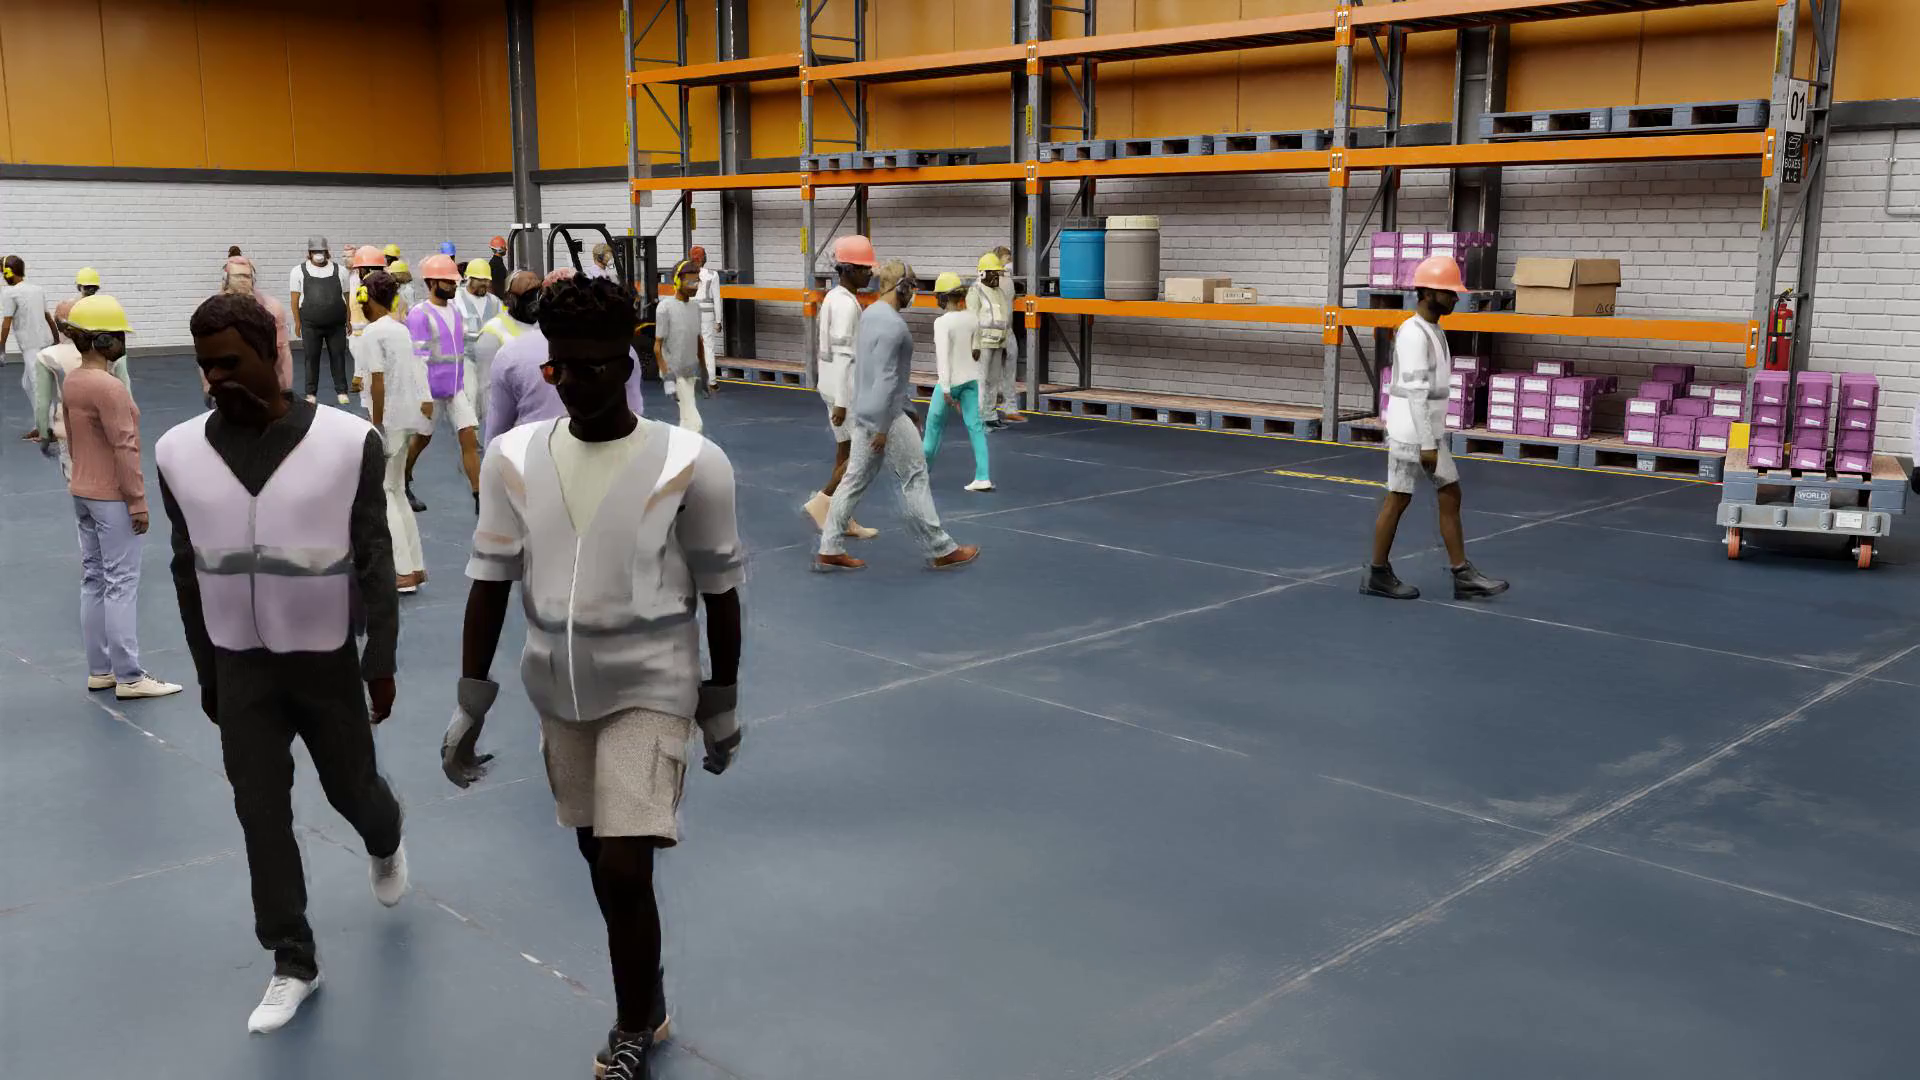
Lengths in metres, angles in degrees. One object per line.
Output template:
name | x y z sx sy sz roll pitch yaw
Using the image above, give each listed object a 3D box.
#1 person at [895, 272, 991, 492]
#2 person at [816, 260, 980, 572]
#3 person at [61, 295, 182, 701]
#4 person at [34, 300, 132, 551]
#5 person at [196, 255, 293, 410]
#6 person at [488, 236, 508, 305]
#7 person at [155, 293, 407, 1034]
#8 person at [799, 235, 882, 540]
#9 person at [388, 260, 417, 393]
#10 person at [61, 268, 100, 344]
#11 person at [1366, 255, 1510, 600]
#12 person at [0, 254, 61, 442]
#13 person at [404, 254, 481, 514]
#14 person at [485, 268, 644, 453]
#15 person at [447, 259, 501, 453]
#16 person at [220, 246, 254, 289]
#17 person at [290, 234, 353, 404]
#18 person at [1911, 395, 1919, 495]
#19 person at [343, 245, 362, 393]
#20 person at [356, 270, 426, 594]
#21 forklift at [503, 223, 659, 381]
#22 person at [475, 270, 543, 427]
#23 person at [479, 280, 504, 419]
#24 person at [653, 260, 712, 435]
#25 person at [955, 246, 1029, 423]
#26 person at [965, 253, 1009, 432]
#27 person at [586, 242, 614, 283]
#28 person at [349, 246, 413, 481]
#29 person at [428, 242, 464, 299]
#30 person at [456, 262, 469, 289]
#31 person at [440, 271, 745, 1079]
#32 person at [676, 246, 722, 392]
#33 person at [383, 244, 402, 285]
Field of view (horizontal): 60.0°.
person | -0.098 -1.254 13.240 0.904 1.721 0.526 9 13 39
person | -0.419 -0.728 9.970 0.986 1.878 0.627 -4 11 -19
person | -3.710 -0.181 7.285 0.524 1.769 0.309 9 13 39
person | -5.309 -0.637 10.111 0.546 1.625 0.357 -7 12 -32
person | -5.385 -1.202 12.552 0.651 1.880 0.822 -5 12 -27
person | -7.597 -4.002 27.483 0.373 1.997 0.615 -2 11 -9
person | -1.776 0.279 4.482 0.595 1.889 0.771 -1 10 -3
person | -0.746 -0.977 10.935 0.476 2.025 0.612 -3 11 -14
person | -6.982 -2.630 20.796 0.721 1.717 0.500 -7 12 -32
person | -8.595 -1.832 16.446 0.935 1.711 0.528 10 14 44
person | 2.639 -0.579 9.069 0.872 1.903 0.579 6 12 31
person | -9.071 -1.858 16.248 0.499 1.841 0.511 1 10 3
person | -3.785 -1.109 12.041 1.014 1.893 0.560 4 11 23
person | -1.750 -0.255 7.385 0.679 1.863 0.810 -4 11 -20
person | -4.482 -1.708 15.506 0.672 1.798 0.605 9 14 42
person | -12.069 -3.989 27.830 0.507 1.846 0.345 -5 12 -25
person | -7.618 -2.634 19.906 0.690 2.000 0.538 -5 12 -27
person | 4.997 -0.351 8.134 0.623 1.791 0.972 7 12 33
person | -7.777 -2.816 21.326 0.650 1.892 0.507 7 13 35
person | -3.276 -0.619 9.511 0.389 1.825 0.670 0 10 0
forklift | -5.316 -3.263 22.920 2.313 2.155 1.214 -10 14 -44
person | -2.525 -0.670 9.796 0.453 1.821 0.644 7 12 32
person | -5.205 -2.148 18.470 0.542 1.598 0.754 4 11 19
person | -2.113 -1.258 12.989 0.630 1.840 0.550 4 11 23
person | 0.350 -2.221 18.015 0.834 1.919 0.637 7 13 34
person | 0.304 -2.040 17.236 0.404 1.833 0.590 7 12 33
person | -4.219 -2.533 19.644 0.373 1.938 0.628 -1 10 -7
person | -4.740 -1.411 13.523 0.375 1.935 0.551 5 12 25
person | -7.342 -3.351 24.129 0.709 1.920 0.466 -5 11 -24
person | -6.191 -2.679 21.096 0.404 1.684 0.553 8 13 38
person | -0.848 0.379 3.766 0.609 1.926 0.793 3 11 17
person | -3.370 -2.847 21.502 0.582 1.880 0.338 0 10 0
person | -8.212 -3.310 23.991 0.597 1.898 0.855 2 11 11
